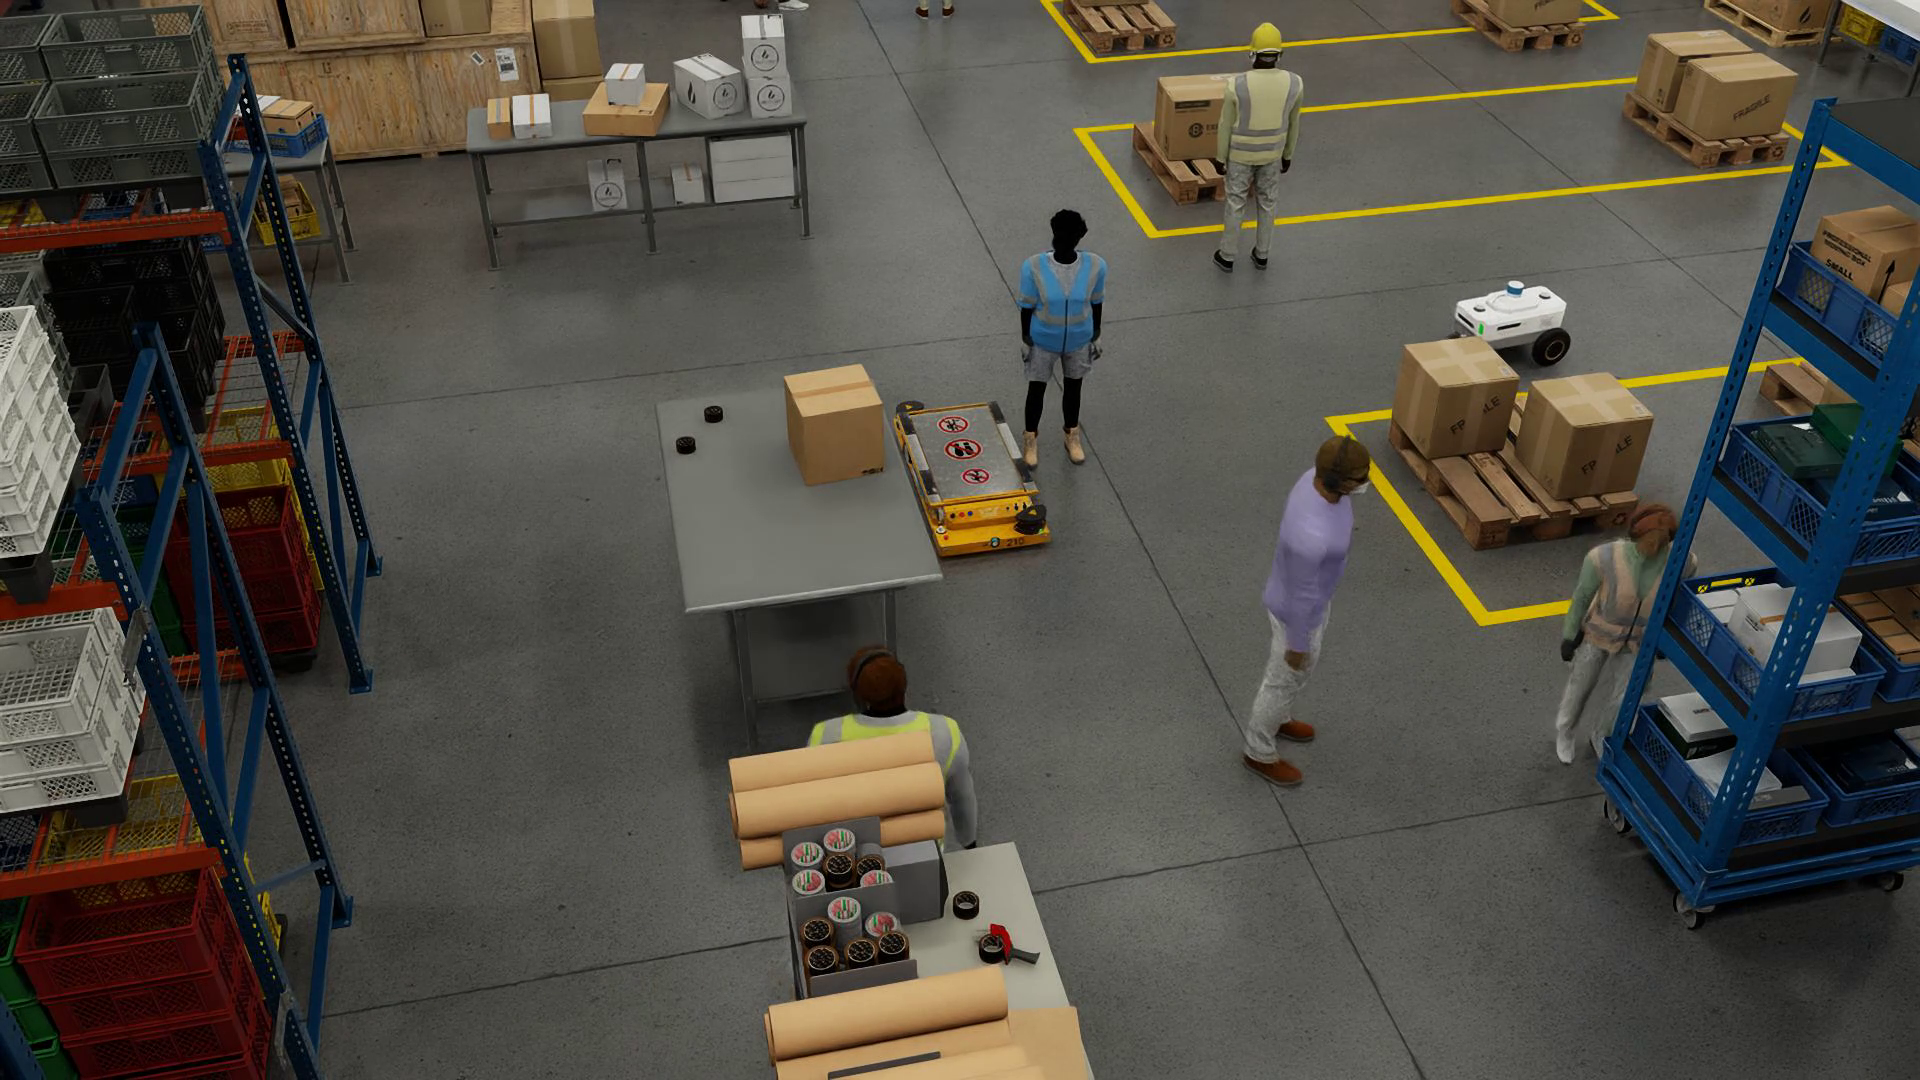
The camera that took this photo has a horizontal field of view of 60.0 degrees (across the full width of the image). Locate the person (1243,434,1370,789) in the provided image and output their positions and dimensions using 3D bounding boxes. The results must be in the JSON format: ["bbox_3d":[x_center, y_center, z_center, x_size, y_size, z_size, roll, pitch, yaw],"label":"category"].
[{"bbox_3d":[1.607,0.311,7.746,0.379,1.926,0.634,11,38,14],"label":"person"}]

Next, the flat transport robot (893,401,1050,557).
[{"bbox_3d":[0.046,-0.430,10.108,0.652,0.197,1.431,-8,37,-10],"label":"flat transport robot"}]

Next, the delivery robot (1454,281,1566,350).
[{"bbox_3d":[3.716,-1.516,11.257,0.707,0.478,0.477,-12,38,-16],"label":"delivery robot"}]

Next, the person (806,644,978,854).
[{"bbox_3d":[-0.275,1.186,6.647,0.667,1.830,0.433,-2,37,-3],"label":"person"}]

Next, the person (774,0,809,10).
[{"bbox_3d":[-1.781,-6.309,16.640,0.379,1.917,0.597,-8,37,-10],"label":"person"}]

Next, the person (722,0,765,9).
[{"bbox_3d":[-2.175,-6.292,16.672,0.710,1.868,0.450,11,38,14],"label":"person"}]

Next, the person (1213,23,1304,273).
[{"bbox_3d":[2.136,-2.816,12.024,0.588,1.825,0.403,-6,37,-8],"label":"person"}]

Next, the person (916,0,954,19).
[{"bbox_3d":[-0.278,-6.095,16.398,0.518,1.865,0.326,-2,37,-3],"label":"person"}]

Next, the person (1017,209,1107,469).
[{"bbox_3d":[0.602,-1.204,9.960,0.533,1.698,0.322,-5,37,-6],"label":"person"}]

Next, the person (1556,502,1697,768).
[{"bbox_3d":[3.080,0.455,7.801,0.532,1.612,0.426,4,37,6],"label":"person"}]
